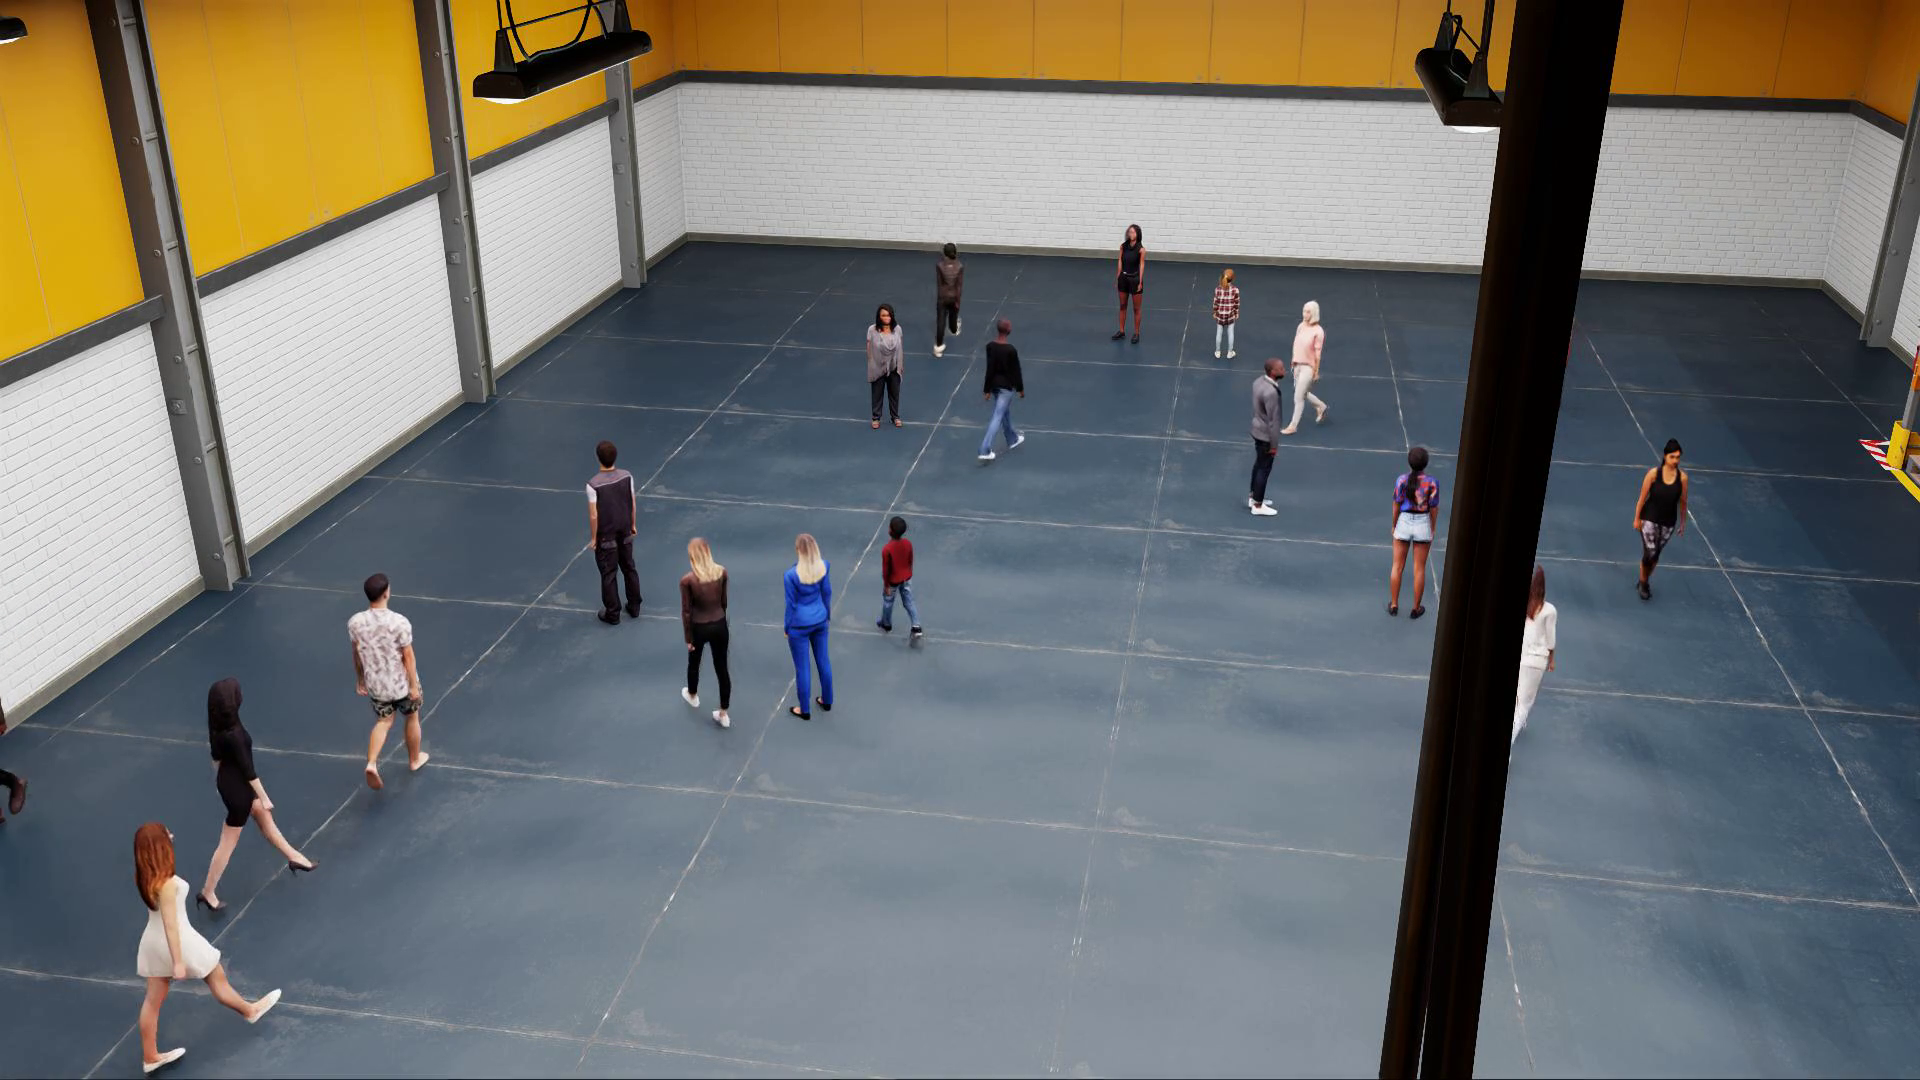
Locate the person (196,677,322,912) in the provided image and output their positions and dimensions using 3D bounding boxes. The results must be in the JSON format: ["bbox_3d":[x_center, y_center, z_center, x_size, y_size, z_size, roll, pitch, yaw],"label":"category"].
[{"bbox_3d":[-5.169,1.848,11.714,1.183,1.752,1.077,-18,29,-35],"label":"person"}]

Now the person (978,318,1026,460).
[{"bbox_3d":[0.466,-1.777,20.066,0.991,1.704,1.246,18,29,35],"label":"person"}]

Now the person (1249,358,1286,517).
[{"bbox_3d":[3.388,-1.160,18.517,0.825,1.816,0.602,-1,24,-3],"label":"person"}]

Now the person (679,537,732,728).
[{"bbox_3d":[-2.116,0.818,14.169,0.933,1.673,1.027,-12,26,-25],"label":"person"}]

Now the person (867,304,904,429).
[{"bbox_3d":[-0.952,-2.244,21.251,0.738,1.611,0.775,-6,24,-13],"label":"person"}]

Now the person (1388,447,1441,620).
[{"bbox_3d":[4.392,-0.082,16.141,0.628,1.743,0.575,9,25,19],"label":"person"}]

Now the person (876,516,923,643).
[{"bbox_3d":[-0.550,0.381,15.702,0.844,1.247,0.904,-15,28,-31],"label":"person"}]

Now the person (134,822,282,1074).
[{"bbox_3d":[-4.944,2.540,10.238,0.969,1.666,1.180,20,31,38],"label":"person"}]

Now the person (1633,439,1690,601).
[{"bbox_3d":[6.948,-0.233,16.598,0.648,1.653,0.639,0,24,1],"label":"person"}]

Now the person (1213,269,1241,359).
[{"bbox_3d":[3.839,-3.273,23.986,0.535,1.306,0.533,6,24,13],"label":"person"}]

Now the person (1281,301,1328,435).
[{"bbox_3d":[4.418,-2.188,21.007,1.052,1.703,1.035,-13,27,-28],"label":"person"}]

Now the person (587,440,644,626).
[{"bbox_3d":[-3.331,-0.081,16.006,0.723,1.849,0.802,-18,30,-36],"label":"person"}]

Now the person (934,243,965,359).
[{"bbox_3d":[-0.189,-3.500,24.066,0.881,1.657,0.711,4,24,8],"label":"person"}]

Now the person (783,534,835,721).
[{"bbox_3d":[-1.302,0.735,14.326,0.689,1.701,0.762,-18,29,-35],"label":"person"}]

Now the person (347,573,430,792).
[{"bbox_3d":[-4.580,1.146,13.265,0.682,1.796,0.954,3,24,8],"label":"person"}]

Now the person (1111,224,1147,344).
[{"bbox_3d":[2.532,-3.814,24.684,0.662,1.738,0.653,15,28,31],"label":"person"}]

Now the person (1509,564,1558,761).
[{"bbox_3d":[4.627,1.033,13.694,0.920,1.659,1.137,18,29,35],"label":"person"}]
